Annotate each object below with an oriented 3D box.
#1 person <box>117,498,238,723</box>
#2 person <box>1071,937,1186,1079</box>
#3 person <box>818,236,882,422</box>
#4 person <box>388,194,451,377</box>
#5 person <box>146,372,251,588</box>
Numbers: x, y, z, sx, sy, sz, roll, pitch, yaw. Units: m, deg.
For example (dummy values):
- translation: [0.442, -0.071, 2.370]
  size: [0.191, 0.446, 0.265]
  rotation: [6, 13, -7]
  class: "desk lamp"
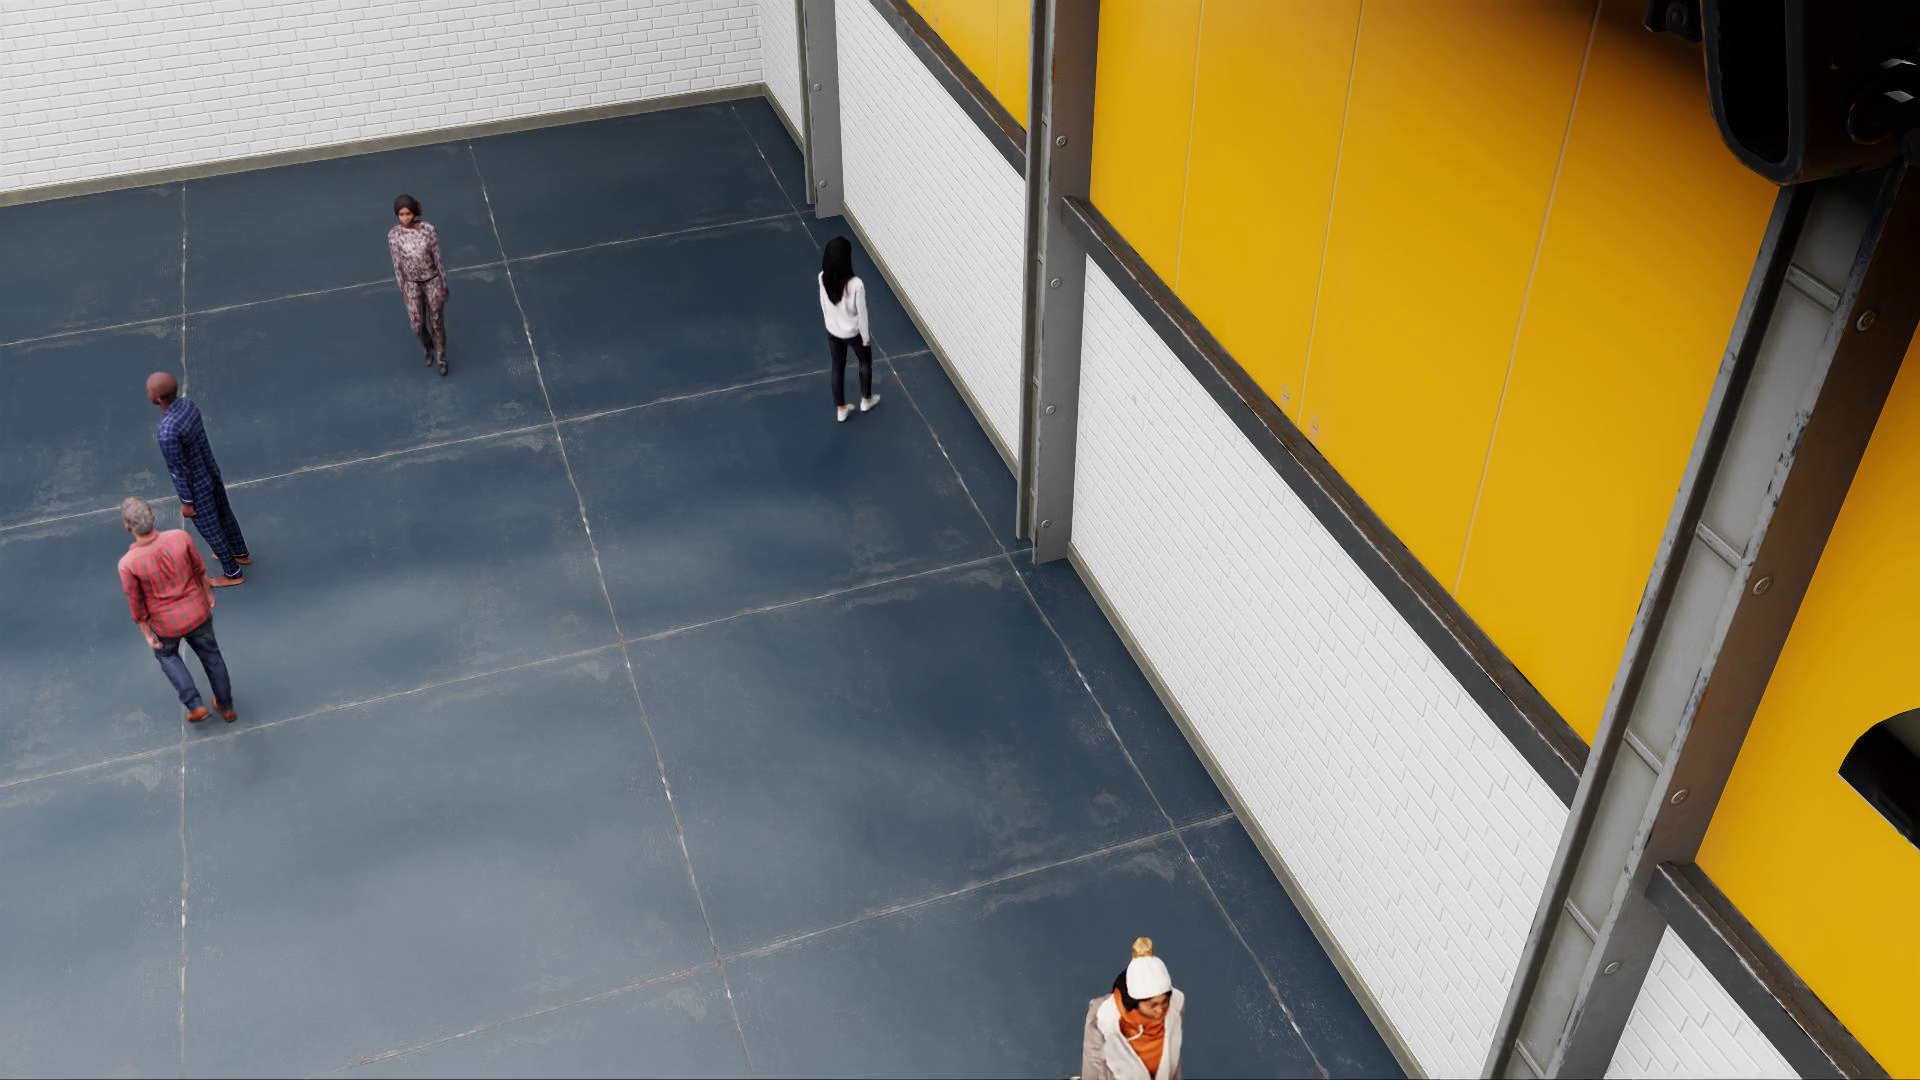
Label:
- translation: [-5.089, 0.529, 10.922]
  size: [0.799, 1.819, 0.798]
  rotation: [-28, 47, -31]
  class: "person"
- translation: [0.827, 2.587, 8.303]
  size: [0.693, 1.872, 0.936]
  rotation: [-14, 41, -17]
  class: "person"
- translation: [-0.996, -1.710, 13.828]
  size: [0.810, 1.692, 0.872]
  rotation: [18, 42, 22]
  class: "person"
- translation: [-4.663, -2.253, 14.497]
  size: [0.577, 1.706, 0.629]
  rotation: [-10, 40, -12]
  class: "person"
- translation: [-5.573, -0.453, 12.153]
  size: [0.784, 1.818, 0.625]
  rotation: [-2, 39, -3]
  class: "person"
